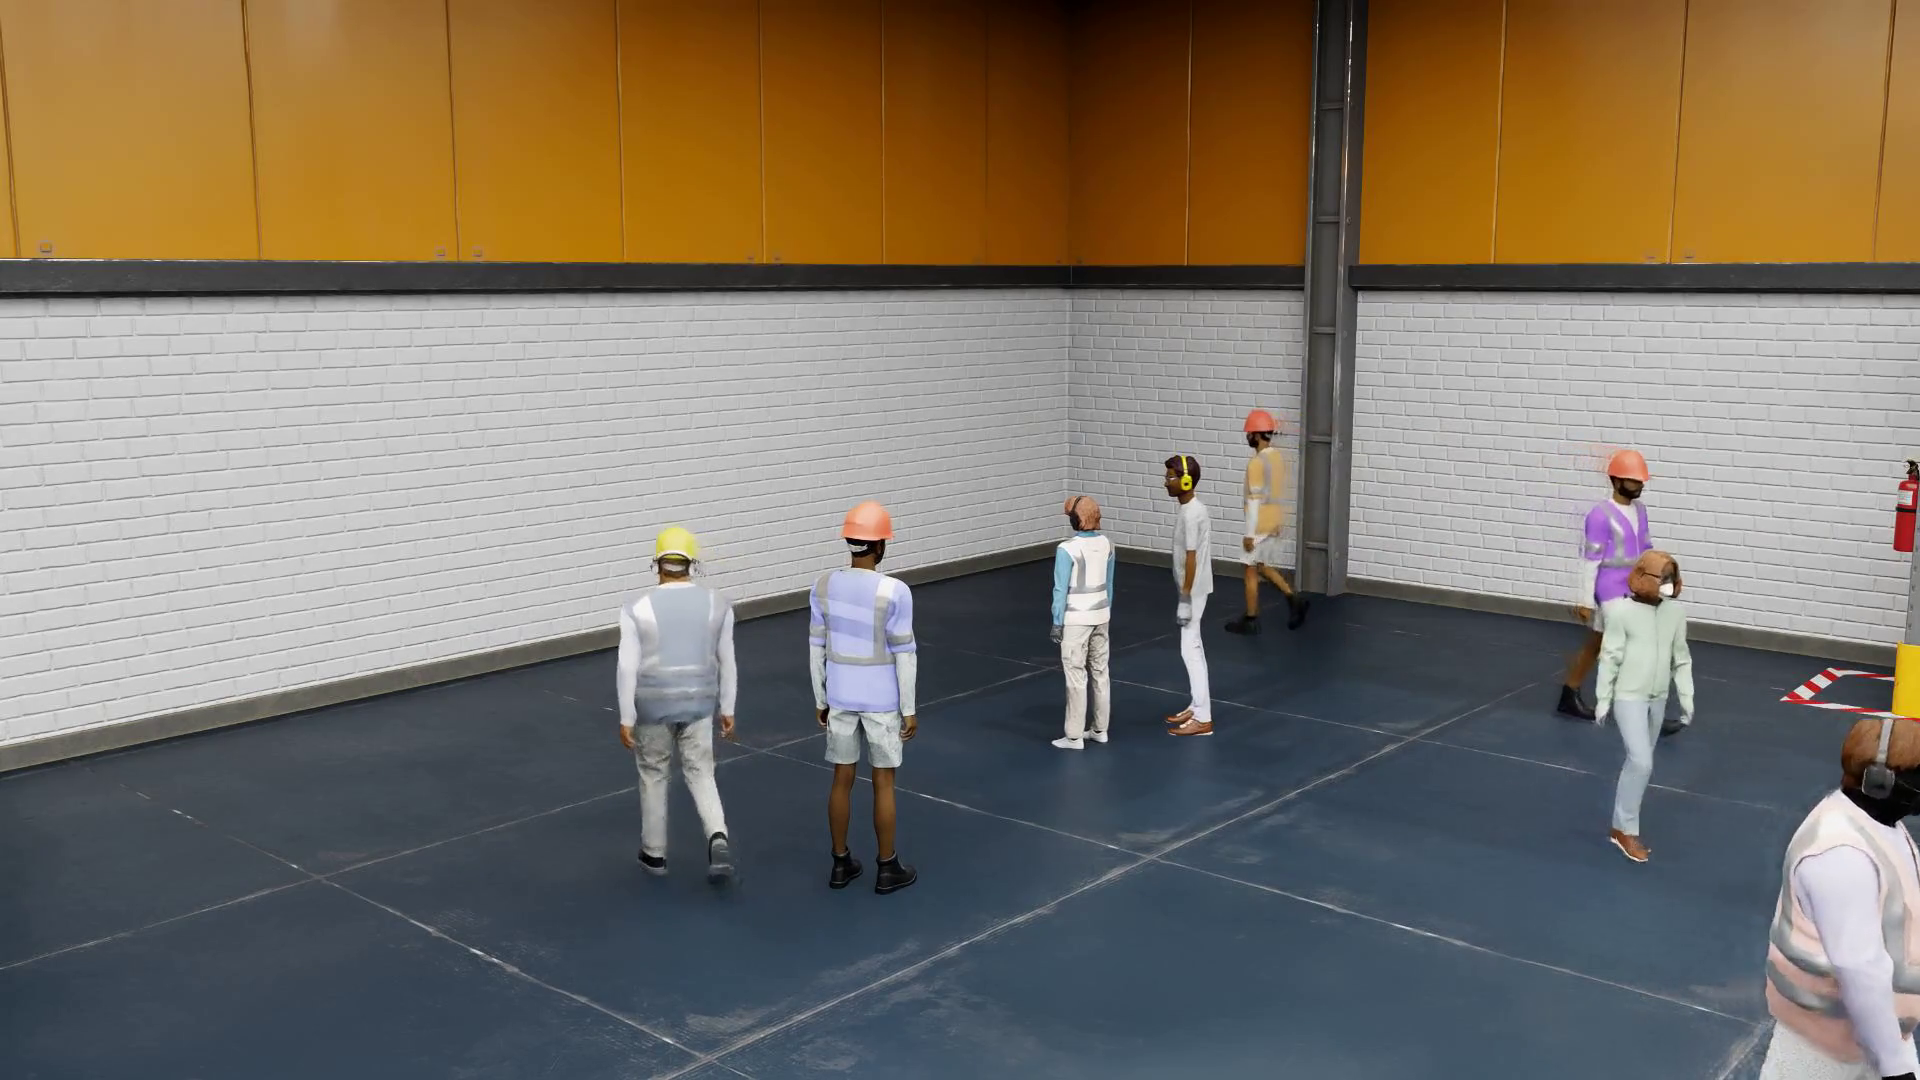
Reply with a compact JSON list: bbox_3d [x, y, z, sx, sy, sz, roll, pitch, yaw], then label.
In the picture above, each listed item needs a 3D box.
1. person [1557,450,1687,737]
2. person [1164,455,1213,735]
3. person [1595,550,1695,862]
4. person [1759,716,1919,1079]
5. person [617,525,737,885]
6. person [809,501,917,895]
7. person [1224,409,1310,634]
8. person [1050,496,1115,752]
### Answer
[{"bbox_3d":[4.420,0.338,11.087,0.547,1.884,0.996,-8,12,-40],"label":"person"},{"bbox_3d":[1.519,0.362,11.033,0.351,1.857,0.509,1,9,6],"label":"person"},{"bbox_3d":[3.587,0.859,8.617,0.532,1.613,0.515,-4,10,-22],"label":"person"},{"bbox_3d":[2.619,1.392,4.774,0.979,1.787,0.638,8,12,40],"label":"person"},{"bbox_3d":[-1.389,0.833,8.267,0.604,1.799,0.726,-4,10,-26],"label":"person"},{"bbox_3d":[-0.458,0.772,8.191,0.553,1.935,0.362,4,10,21],"label":"person"},{"bbox_3d":[2.567,-0.131,13.914,0.646,1.922,0.559,6,11,35],"label":"person"},{"bbox_3d":[0.794,0.532,10.660,0.515,1.635,0.313,-9,13,-44],"label":"person"}]
